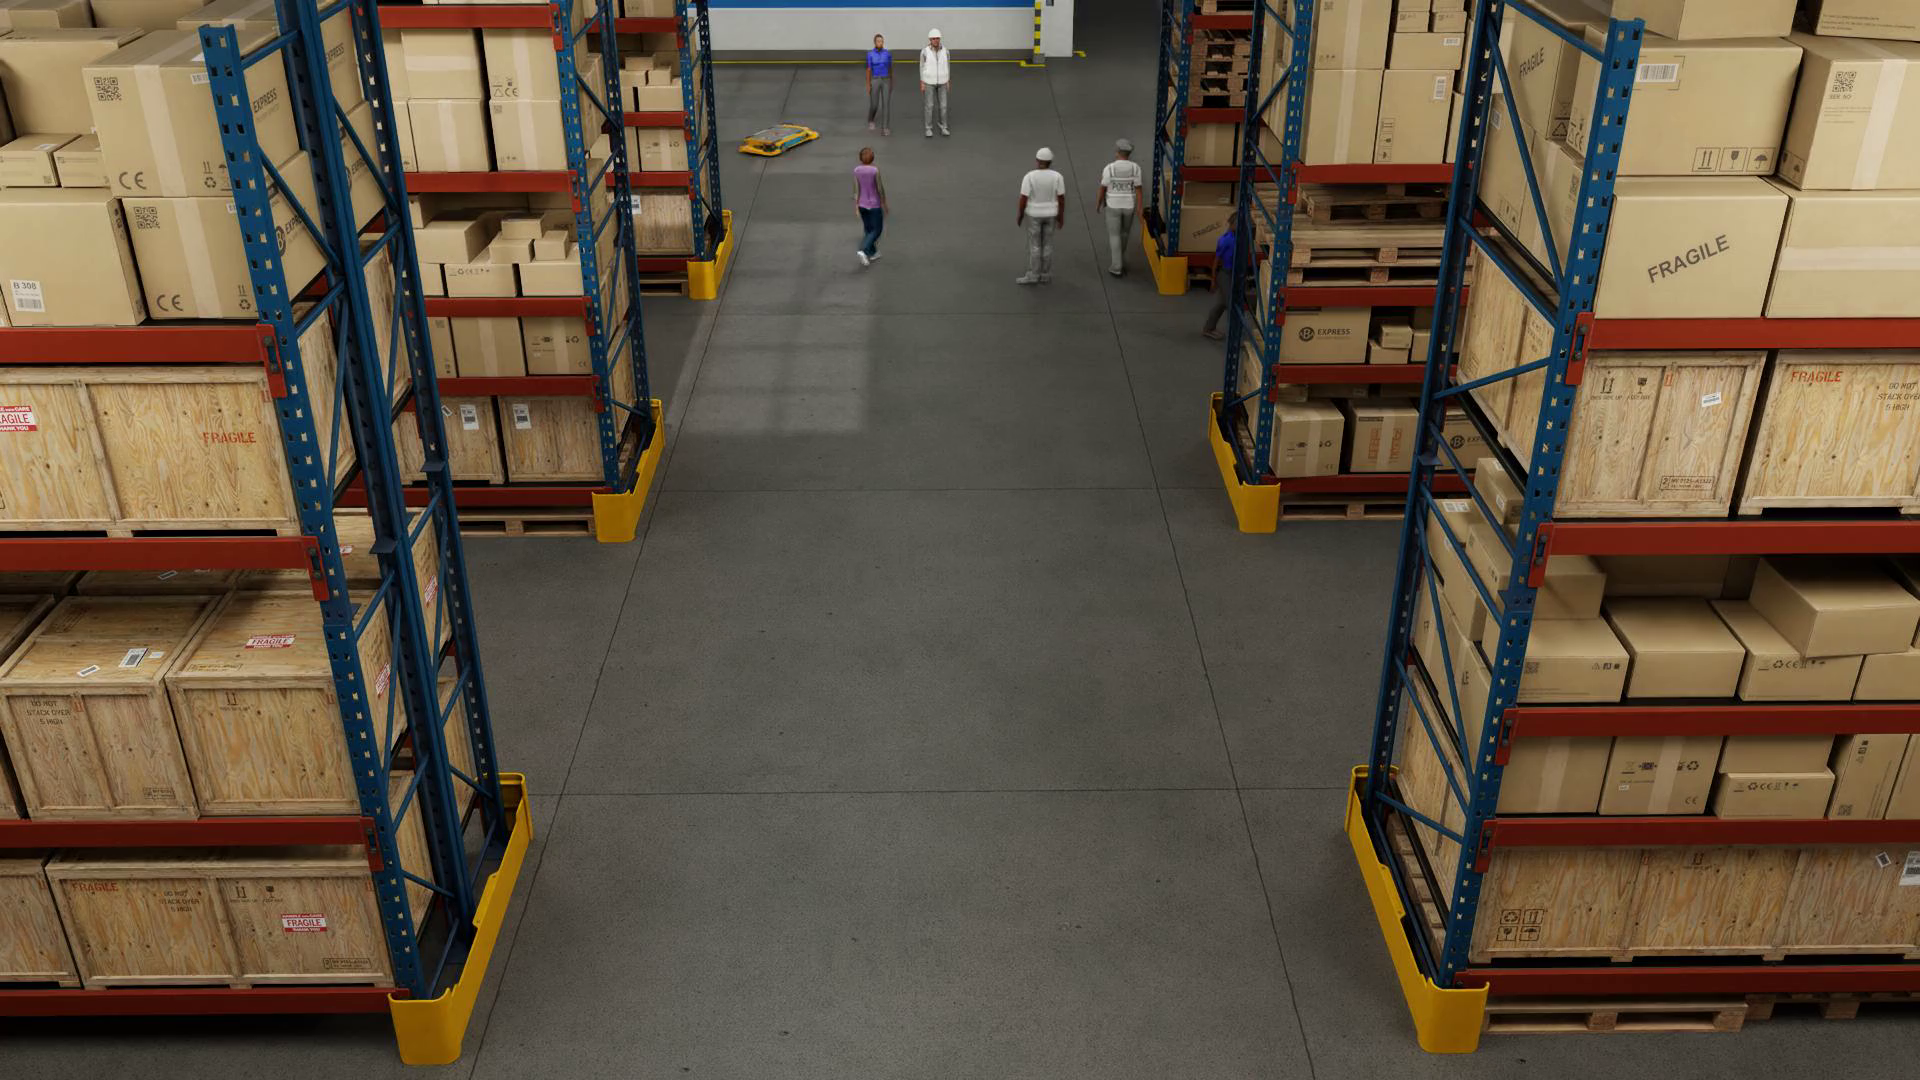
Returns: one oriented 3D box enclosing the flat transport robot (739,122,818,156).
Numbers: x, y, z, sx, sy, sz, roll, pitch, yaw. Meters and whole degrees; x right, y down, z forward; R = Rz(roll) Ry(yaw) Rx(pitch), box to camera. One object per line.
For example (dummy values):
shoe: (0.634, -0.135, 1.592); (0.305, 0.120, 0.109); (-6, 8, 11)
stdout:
flat transport robot: (-3.064, -6.770, 28.134); (0.659, 0.246, 1.431); (15, 32, 25)

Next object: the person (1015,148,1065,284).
person: (1.042, -4.252, 21.790); (0.648, 1.771, 0.374); (-5, 29, -9)

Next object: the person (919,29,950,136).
person: (-0.411, -7.830, 28.465); (0.527, 1.772, 0.397); (-7, 29, -12)

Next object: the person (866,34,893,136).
person: (-1.374, -7.830, 28.590); (0.456, 1.667, 0.617); (-7, 29, -13)

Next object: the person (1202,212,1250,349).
person: (3.293, -3.094, 19.762); (0.894, 1.628, 0.432); (22, 35, 34)

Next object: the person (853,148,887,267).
person: (-1.212, -4.493, 22.439); (0.445, 1.587, 0.744); (13, 31, 22)

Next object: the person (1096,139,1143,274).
person: (2.113, -4.507, 22.269); (0.561, 1.742, 0.913); (-6, 29, -11)
